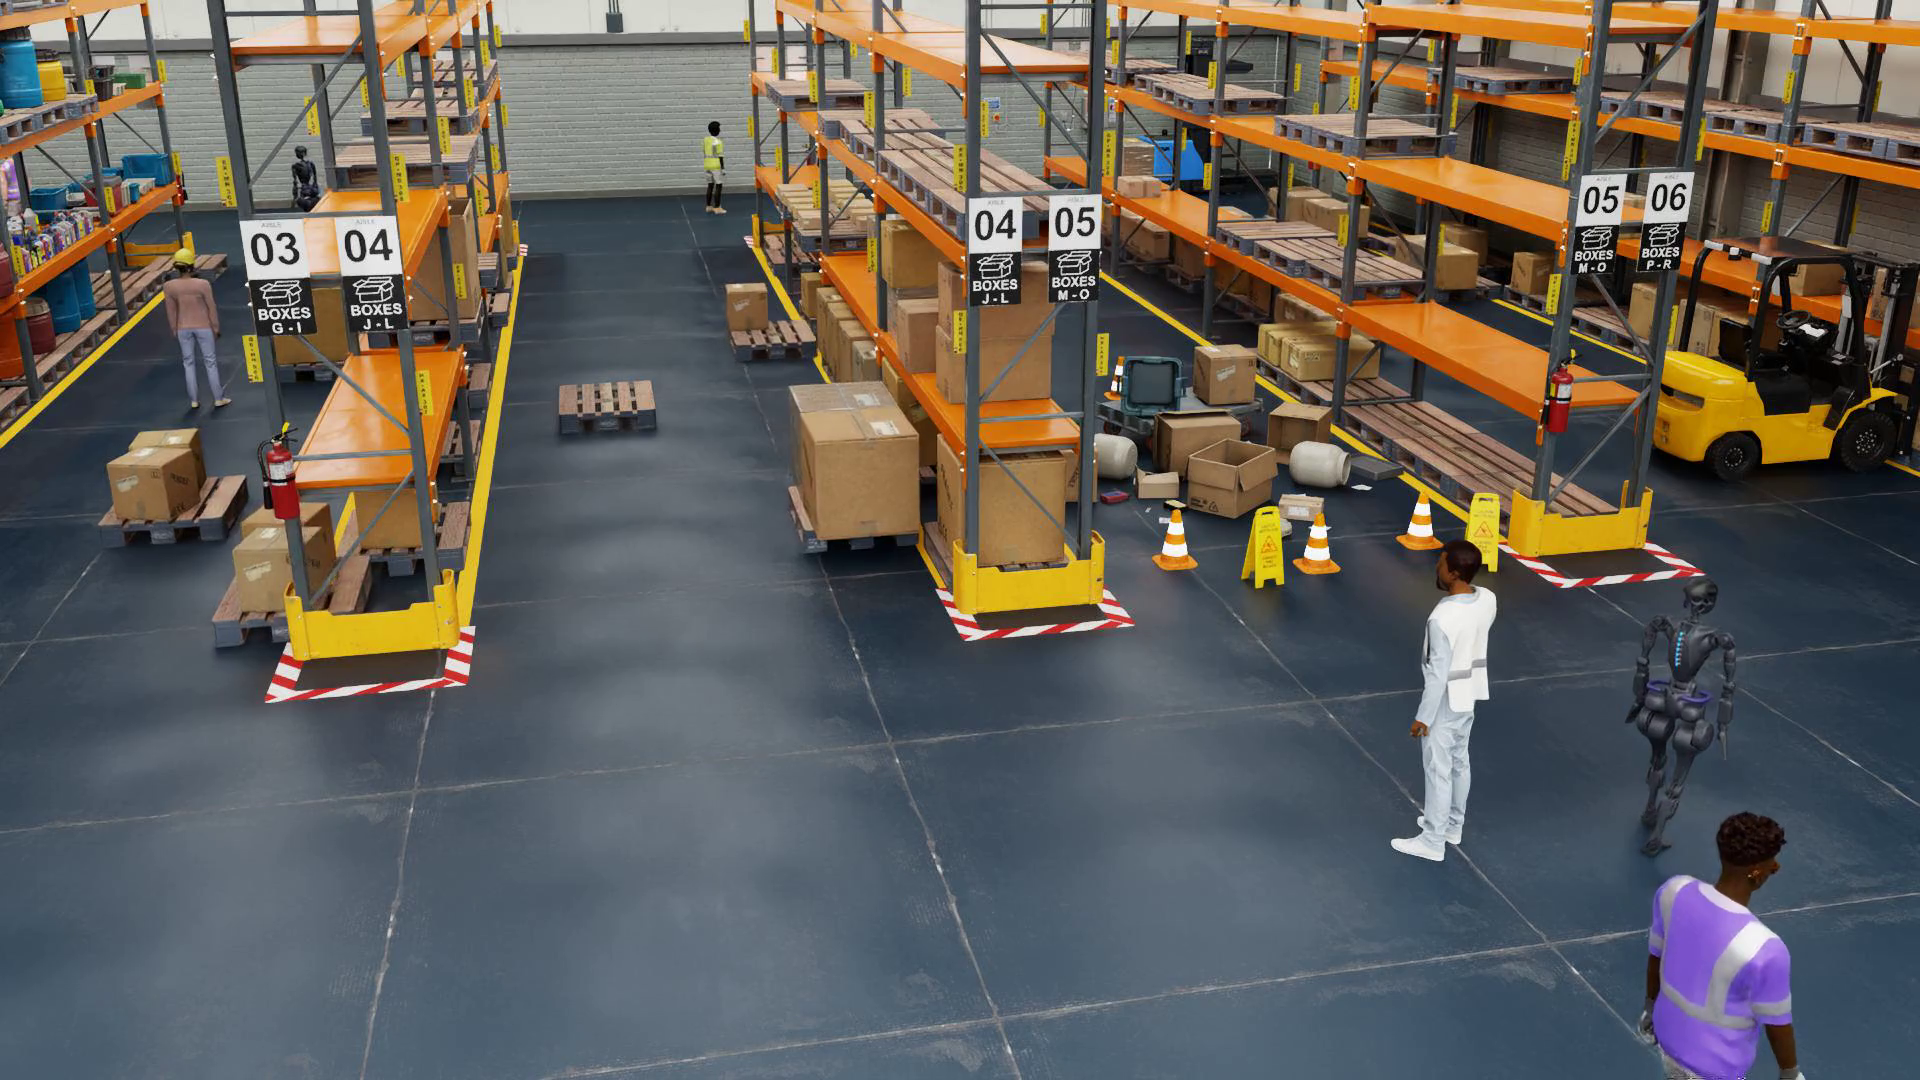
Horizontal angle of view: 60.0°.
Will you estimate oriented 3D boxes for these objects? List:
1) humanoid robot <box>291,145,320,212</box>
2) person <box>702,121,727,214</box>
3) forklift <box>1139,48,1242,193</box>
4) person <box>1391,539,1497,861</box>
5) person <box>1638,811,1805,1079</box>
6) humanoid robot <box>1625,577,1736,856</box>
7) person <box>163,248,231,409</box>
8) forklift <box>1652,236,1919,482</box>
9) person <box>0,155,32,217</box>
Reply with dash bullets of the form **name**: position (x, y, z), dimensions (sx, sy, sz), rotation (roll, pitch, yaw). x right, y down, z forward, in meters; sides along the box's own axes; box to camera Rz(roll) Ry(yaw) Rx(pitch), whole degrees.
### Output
- **humanoid robot**: position (-10.796, -5.716, 27.620), dimensions (0.693, 1.647, 0.613), rotation (7, 22, 19)
- **person**: position (-4.515, -6.844, 30.595), dimensions (0.537, 1.685, 0.319), rotation (18, 27, 40)
- **forklift**: position (4.566, -8.313, 32.860), dimensions (1.873, 2.768, 1.129), rotation (-4, 21, -12)
- **person**: position (2.764, 0.903, 9.400), dimensions (0.393, 1.922, 0.590), rotation (18, 27, 39)
- **person**: position (2.976, 1.952, 6.523), dimensions (0.481, 1.955, 0.621), rotation (-5, 21, -14)
- **humanoid robot**: position (4.143, 0.984, 9.547), dimensions (0.557, 1.638, 0.613), rotation (-18, 27, -40)
- **person**: position (-8.410, -2.318, 18.293), dimensions (0.522, 1.769, 0.316), rotation (-2, 21, -7)
- **forklift**: position (8.013, -1.814, 16.330), dimensions (2.313, 2.155, 1.214), rotation (-4, 21, -12)
- **person**: position (-15.369, -5.564, 27.149), dimensions (0.348, 1.688, 0.491), rotation (12, 24, 29)
